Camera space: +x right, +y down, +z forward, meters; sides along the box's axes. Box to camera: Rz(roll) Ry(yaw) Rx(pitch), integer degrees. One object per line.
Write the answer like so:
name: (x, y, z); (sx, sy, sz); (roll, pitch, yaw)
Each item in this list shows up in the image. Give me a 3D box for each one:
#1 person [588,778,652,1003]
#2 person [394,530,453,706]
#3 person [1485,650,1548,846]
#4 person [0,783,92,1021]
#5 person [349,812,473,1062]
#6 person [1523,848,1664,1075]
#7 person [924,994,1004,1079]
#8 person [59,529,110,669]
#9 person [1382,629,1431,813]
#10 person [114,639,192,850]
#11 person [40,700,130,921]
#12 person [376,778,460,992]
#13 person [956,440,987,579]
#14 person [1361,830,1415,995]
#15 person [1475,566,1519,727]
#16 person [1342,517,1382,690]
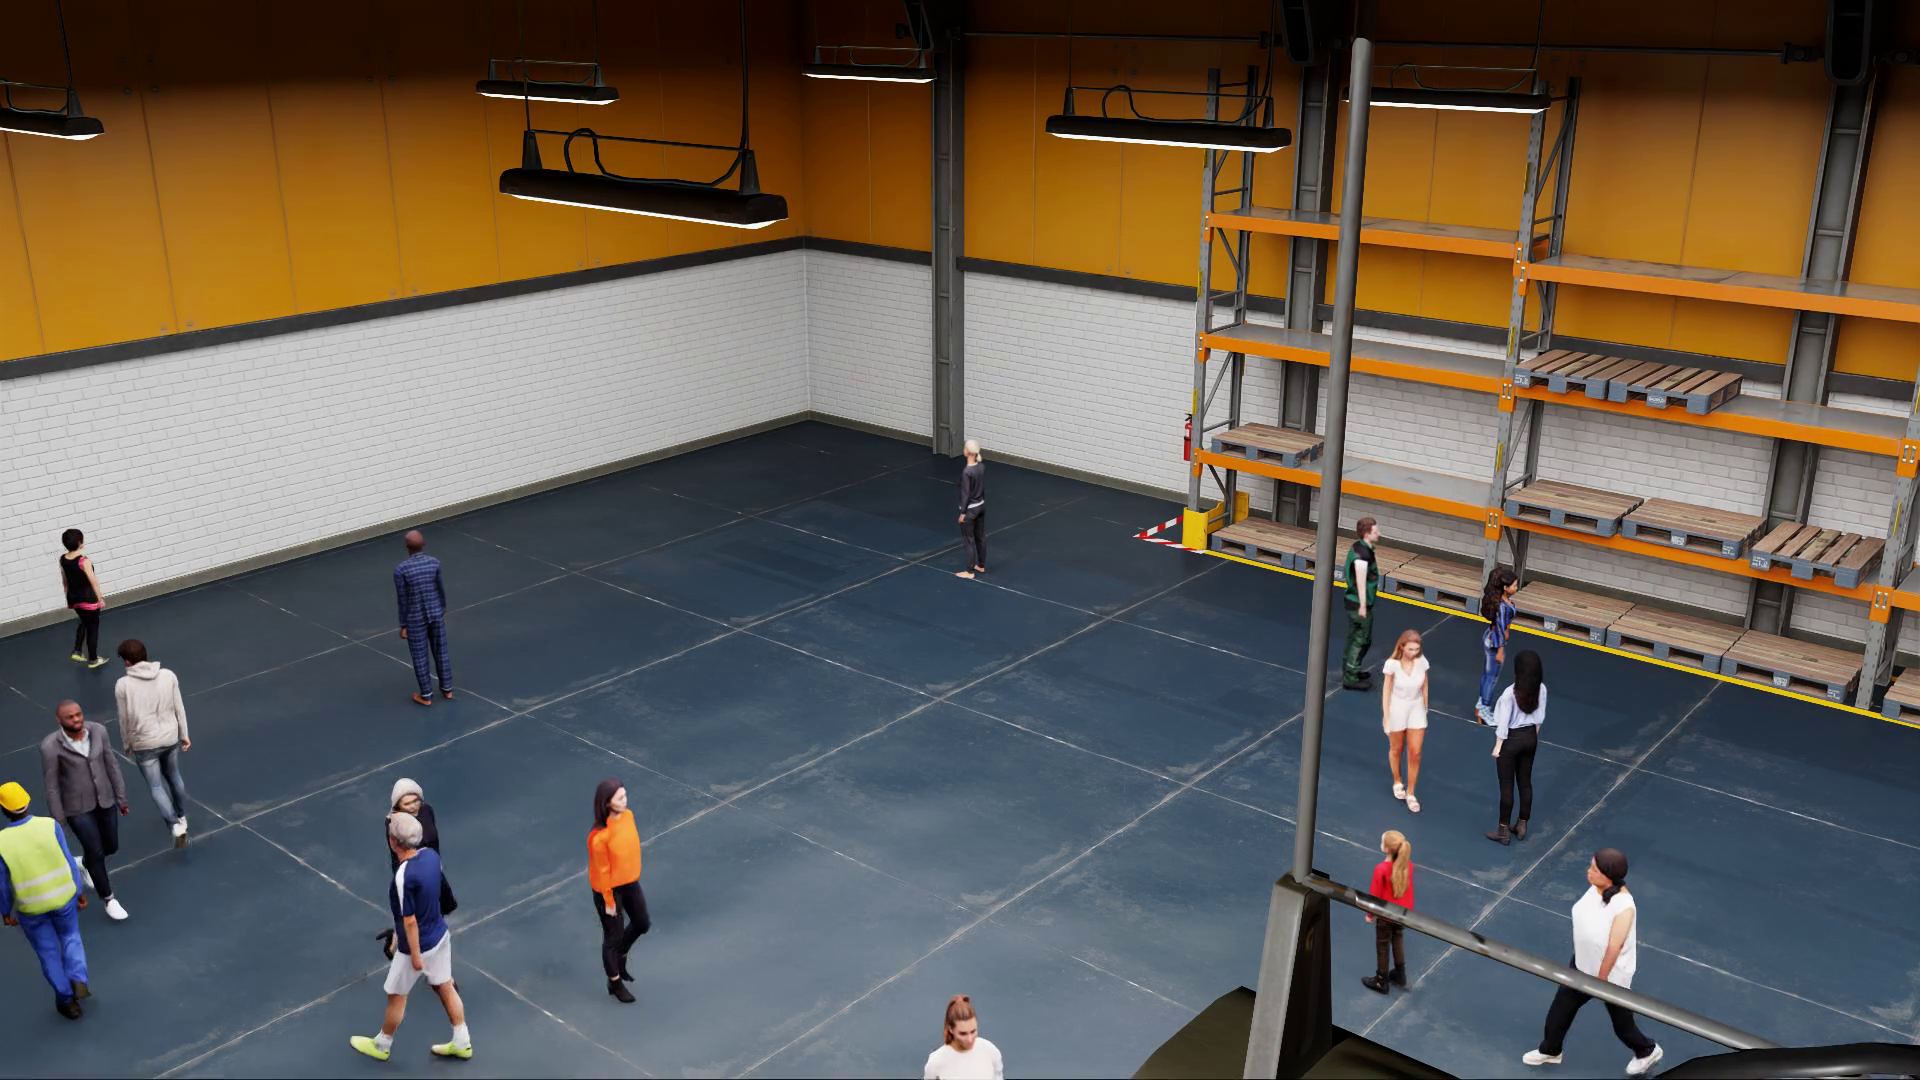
person: (-2.520, 2.477, 11.831); (0.703, 1.739, 0.691); (8, 20, 23)
person: (-5.410, 0.767, 16.786); (0.688, 1.818, 0.628); (-16, 24, -39)
person: (4.704, 1.735, 14.029); (0.725, 1.744, 0.711); (-9, 20, -24)
person: (-6.346, 2.538, 11.552); (0.732, 1.803, 0.682); (-16, 24, -39)
person: (-3.512, 2.689, 11.111); (1.153, 1.797, 0.993); (2, 19, 6)
person: (4.295, 2.816, 10.966); (1.174, 1.649, 1.110); (-2, 19, -5)
person: (-0.006, 3.322, 9.435); (1.002, 1.667, 1.243); (-7, 20, -20)
person: (-9.334, 0.643, 17.590); (0.615, 1.541, 0.689); (7, 20, 19)
person: (3.930, 1.525, 14.782); (0.839, 1.662, 0.883); (0, 19, 1)
person: (-6.721, 1.727, 13.930); (1.055, 1.821, 0.653); (17, 25, 41)
person: (-6.838, 2.058, 12.984); (1.052, 1.798, 0.775); (13, 22, 33)
person: (-3.940, 2.466, 11.899); (0.979, 1.717, 0.741); (8, 20, 22)
person: (0.154, -0.400, 20.396); (0.543, 1.726, 0.624); (12, 22, 32)
person: (3.115, 2.671, 11.974); (0.578, 1.281, 0.591); (-10, 21, -27)
person: (5.252, 1.030, 16.309); (0.701, 1.625, 0.691); (4, 19, 10)
person: (4.122, 0.633, 17.151); (0.771, 1.840, 0.739); (2, 19, 5)
